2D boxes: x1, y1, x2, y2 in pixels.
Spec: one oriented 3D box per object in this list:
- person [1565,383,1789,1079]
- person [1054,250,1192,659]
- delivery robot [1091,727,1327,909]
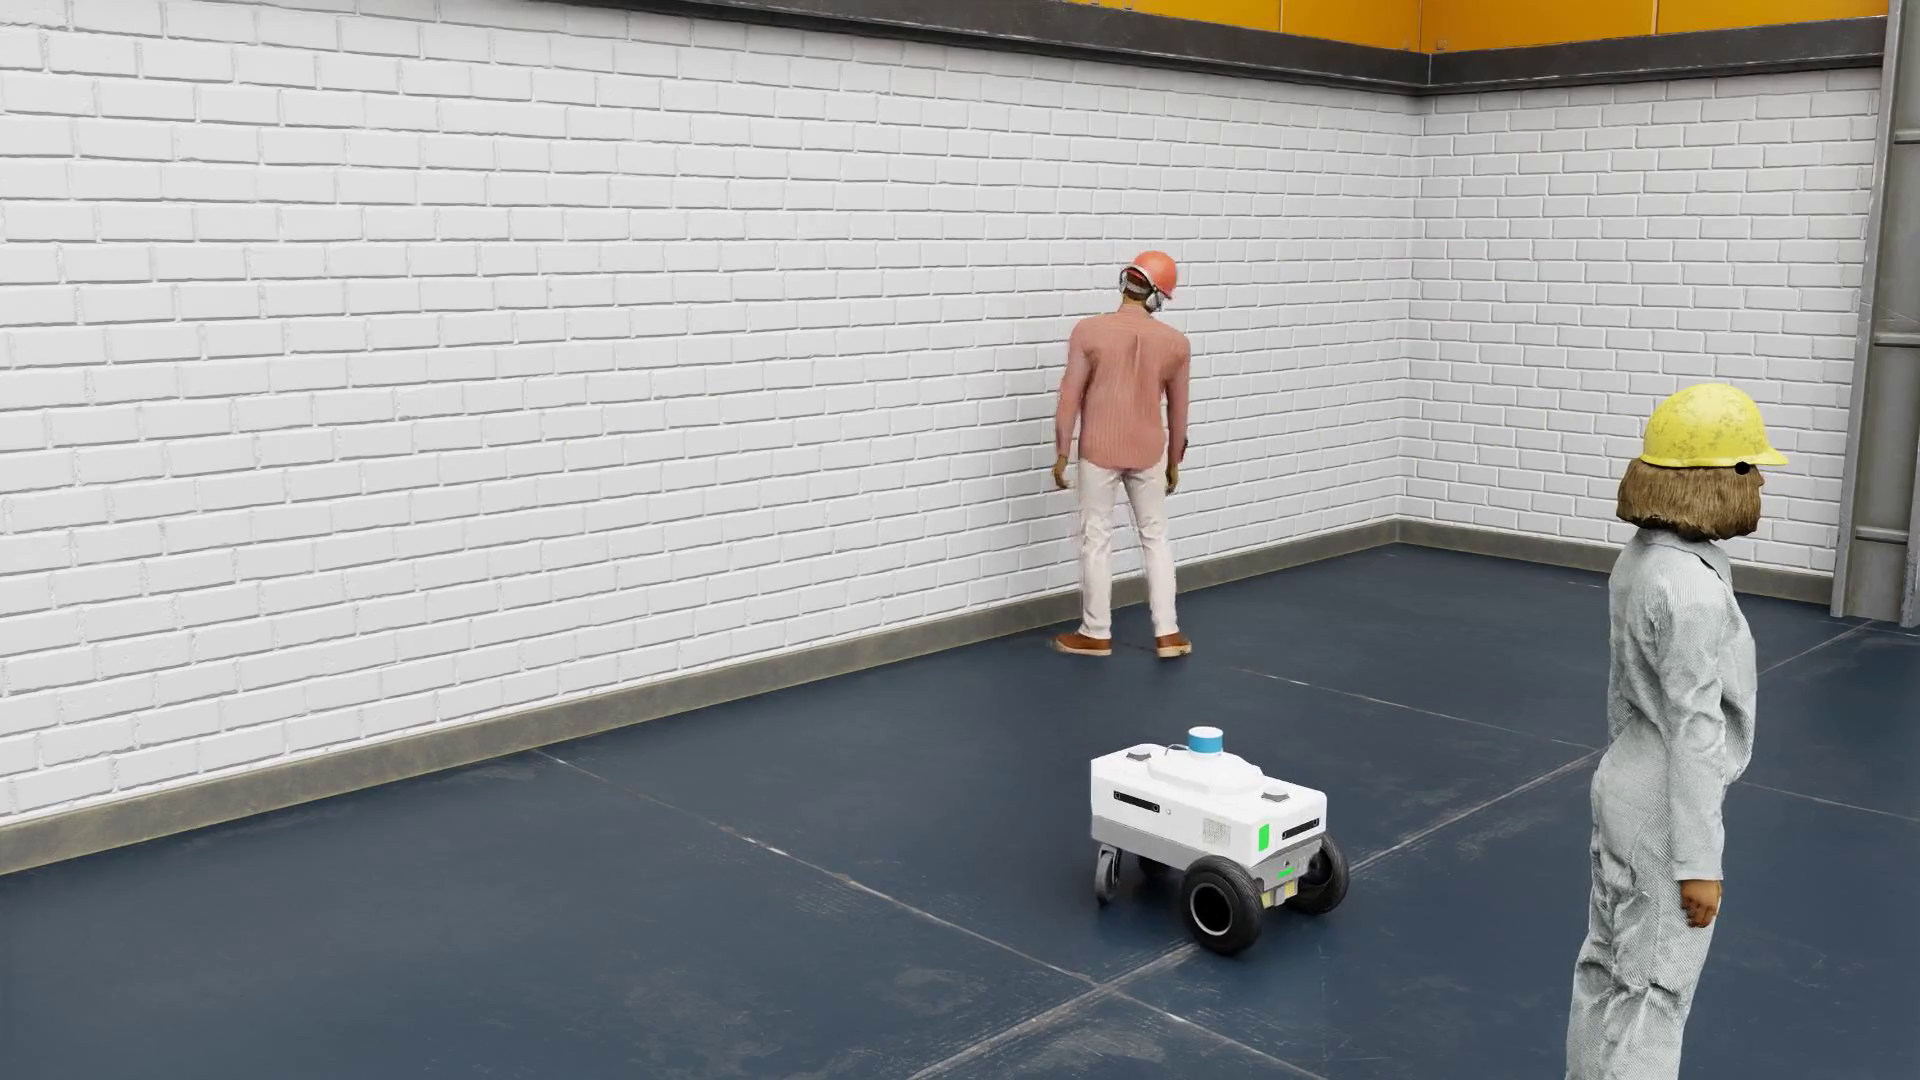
[{"bbox_3d":[1.408,0.563,3.287,0.295,1.744,0.484,1,10,7],"label":"person"},{"bbox_3d":[0.795,-0.384,7.897,0.702,1.952,0.538,-3,11,-14],"label":"person"},{"bbox_3d":[0.728,0.802,4.970,0.477,0.478,0.707,-10,14,-42],"label":"delivery robot"}]
